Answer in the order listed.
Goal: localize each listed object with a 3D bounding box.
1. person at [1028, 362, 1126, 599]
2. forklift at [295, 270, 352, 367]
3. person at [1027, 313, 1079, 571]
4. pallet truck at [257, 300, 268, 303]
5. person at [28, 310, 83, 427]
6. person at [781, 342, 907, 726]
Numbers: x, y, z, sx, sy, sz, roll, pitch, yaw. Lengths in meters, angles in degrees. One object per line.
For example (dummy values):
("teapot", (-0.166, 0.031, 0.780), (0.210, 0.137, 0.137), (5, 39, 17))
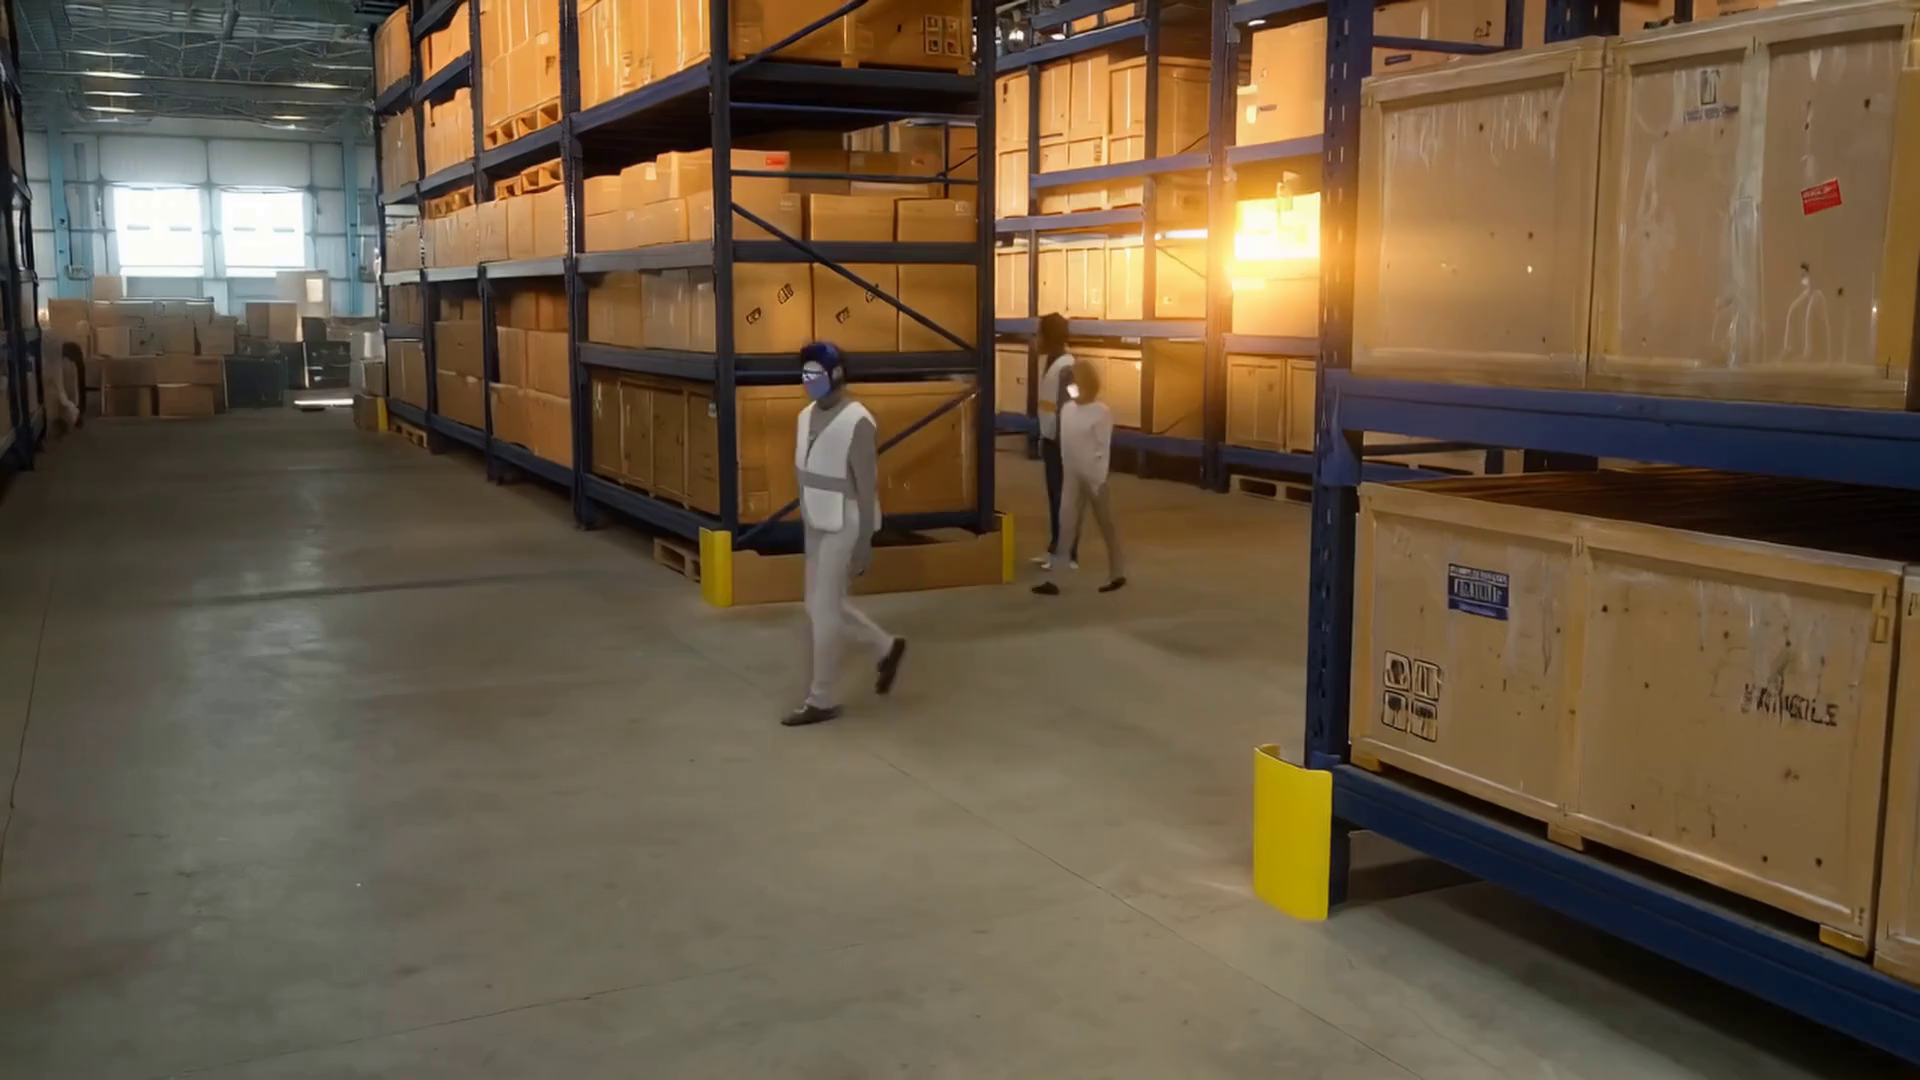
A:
("person", (0.839, -0.396, 11.209), (0.843, 1.589, 0.520), (-7, 11, -42))
("forklift", (-18.442, -6.309, 47.594), (1.873, 2.768, 1.129), (6, 10, 36))
("person", (0.740, -0.730, 12.416), (0.390, 1.920, 0.587), (-1, 8, -9))
("pallet truck", (-23.913, -7.404, 58.171), (1.885, 1.965, 0.823), (-1, 8, -9))
("person", (-14.163, -2.645, 25.908), (0.841, 1.878, 0.673), (2, 9, 16))
("person", (-0.557, -0.043, 8.027), (0.718, 1.826, 0.569), (-6, 10, -36))
